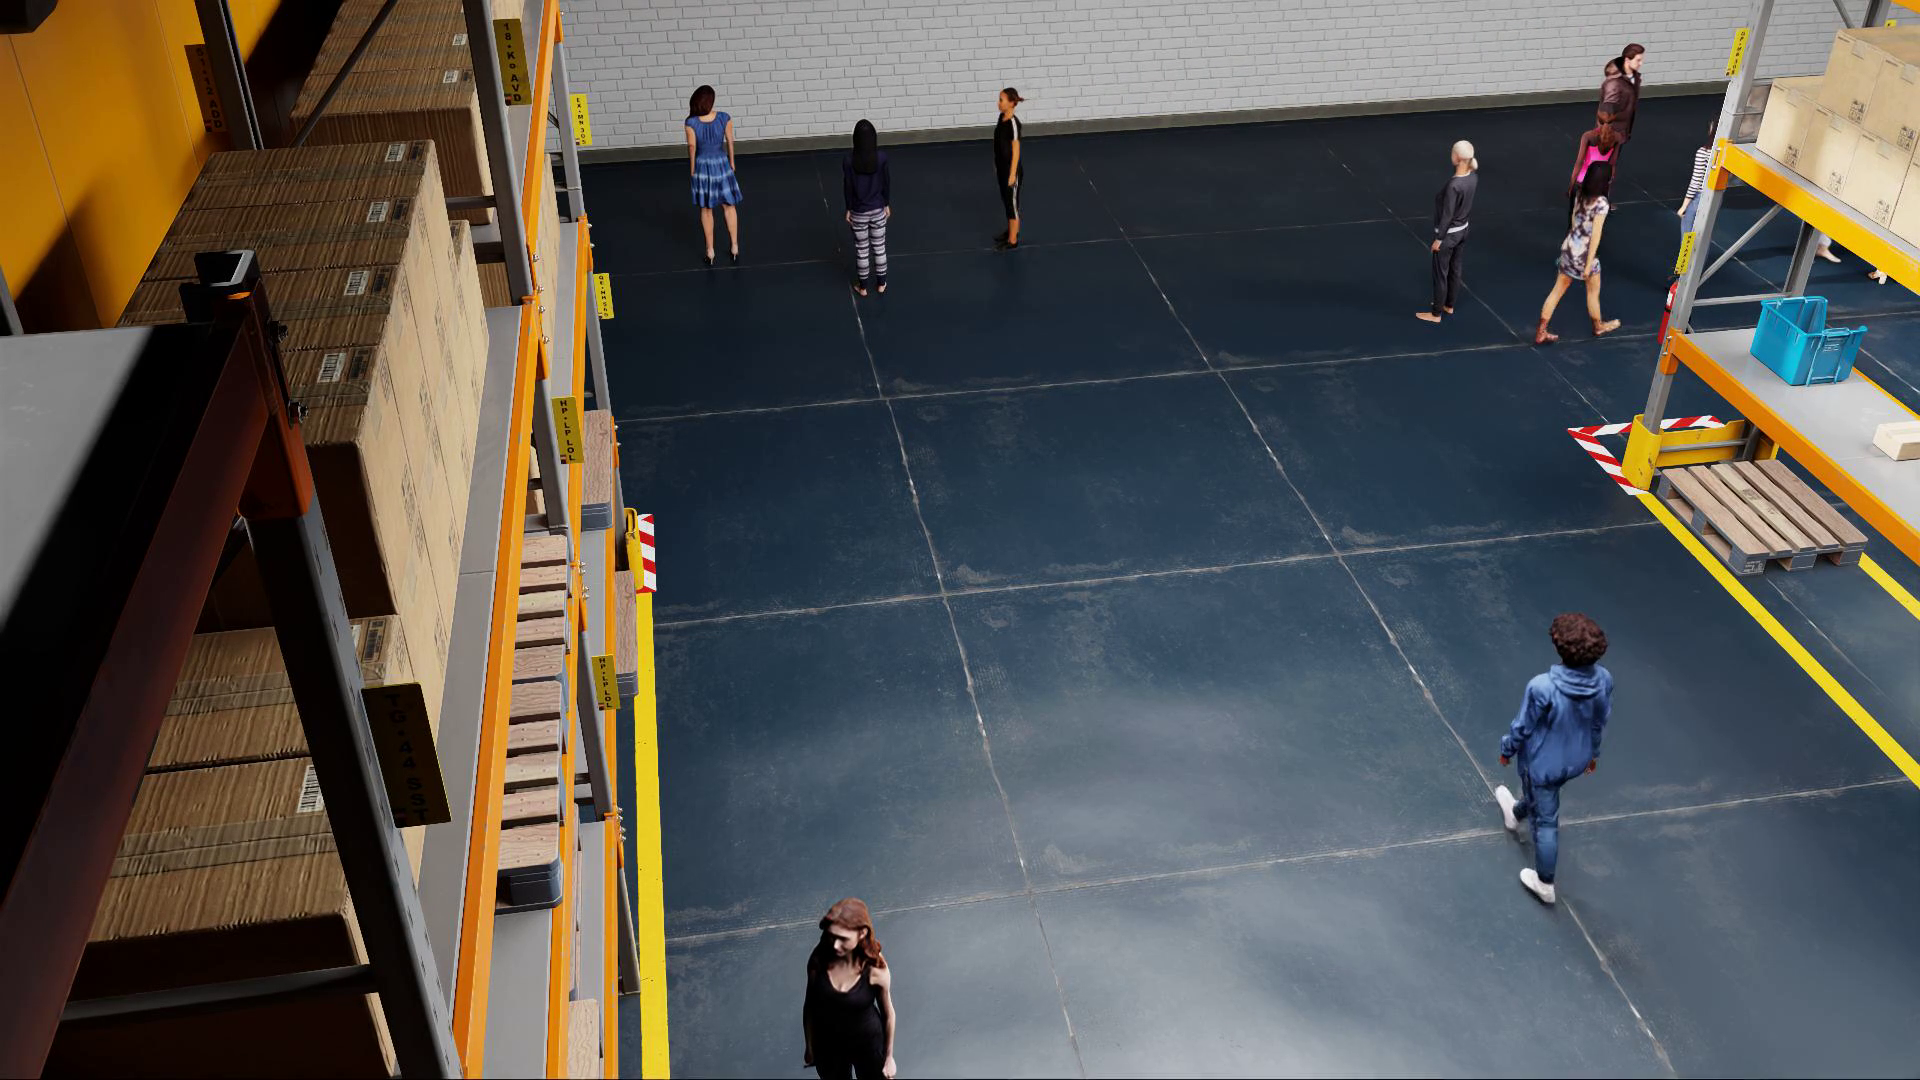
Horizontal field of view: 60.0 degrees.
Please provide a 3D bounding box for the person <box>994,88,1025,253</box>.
[{"bbox_3d":[0.510,-3.760,16.802,0.664,1.671,0.520,-9,35,-14],"label":"person"}]

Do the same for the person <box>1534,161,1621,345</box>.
[{"bbox_3d":[5.477,-2.532,14.929,0.809,1.698,1.032,-11,35,-16],"label":"person"}]

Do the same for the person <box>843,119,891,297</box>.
[{"bbox_3d":[-0.879,-3.170,15.856,0.619,1.735,0.539,-8,35,-13],"label":"person"}]

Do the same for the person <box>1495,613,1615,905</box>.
[{"bbox_3d":[3.328,1.245,9.175,0.737,1.778,1.086,-8,34,-12],"label":"person"}]

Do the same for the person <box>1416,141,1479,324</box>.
[{"bbox_3d":[4.559,-2.867,15.407,0.705,1.728,0.681,29,43,36],"label":"person"}]

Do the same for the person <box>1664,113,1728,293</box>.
[{"bbox_3d":[7.069,-3.187,15.826,0.599,1.797,0.509,-9,35,-14],"label":"person"}]

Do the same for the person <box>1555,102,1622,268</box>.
[{"bbox_3d":[6.178,-3.455,16.296,0.625,1.723,0.620,3,34,4],"label":"person"}]

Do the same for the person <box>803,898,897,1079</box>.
[{"bbox_3d":[-0.488,2.283,7.641,0.656,1.746,0.634,7,34,11],"label":"person"}]

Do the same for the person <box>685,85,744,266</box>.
[{"bbox_3d":[-2.445,-3.613,16.459,0.705,1.805,0.631,-11,35,-16],"label":"person"}]

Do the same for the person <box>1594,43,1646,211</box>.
[{"bbox_3d":[6.860,-4.325,17.498,0.890,1.841,0.858,27,42,34],"label":"person"}]
